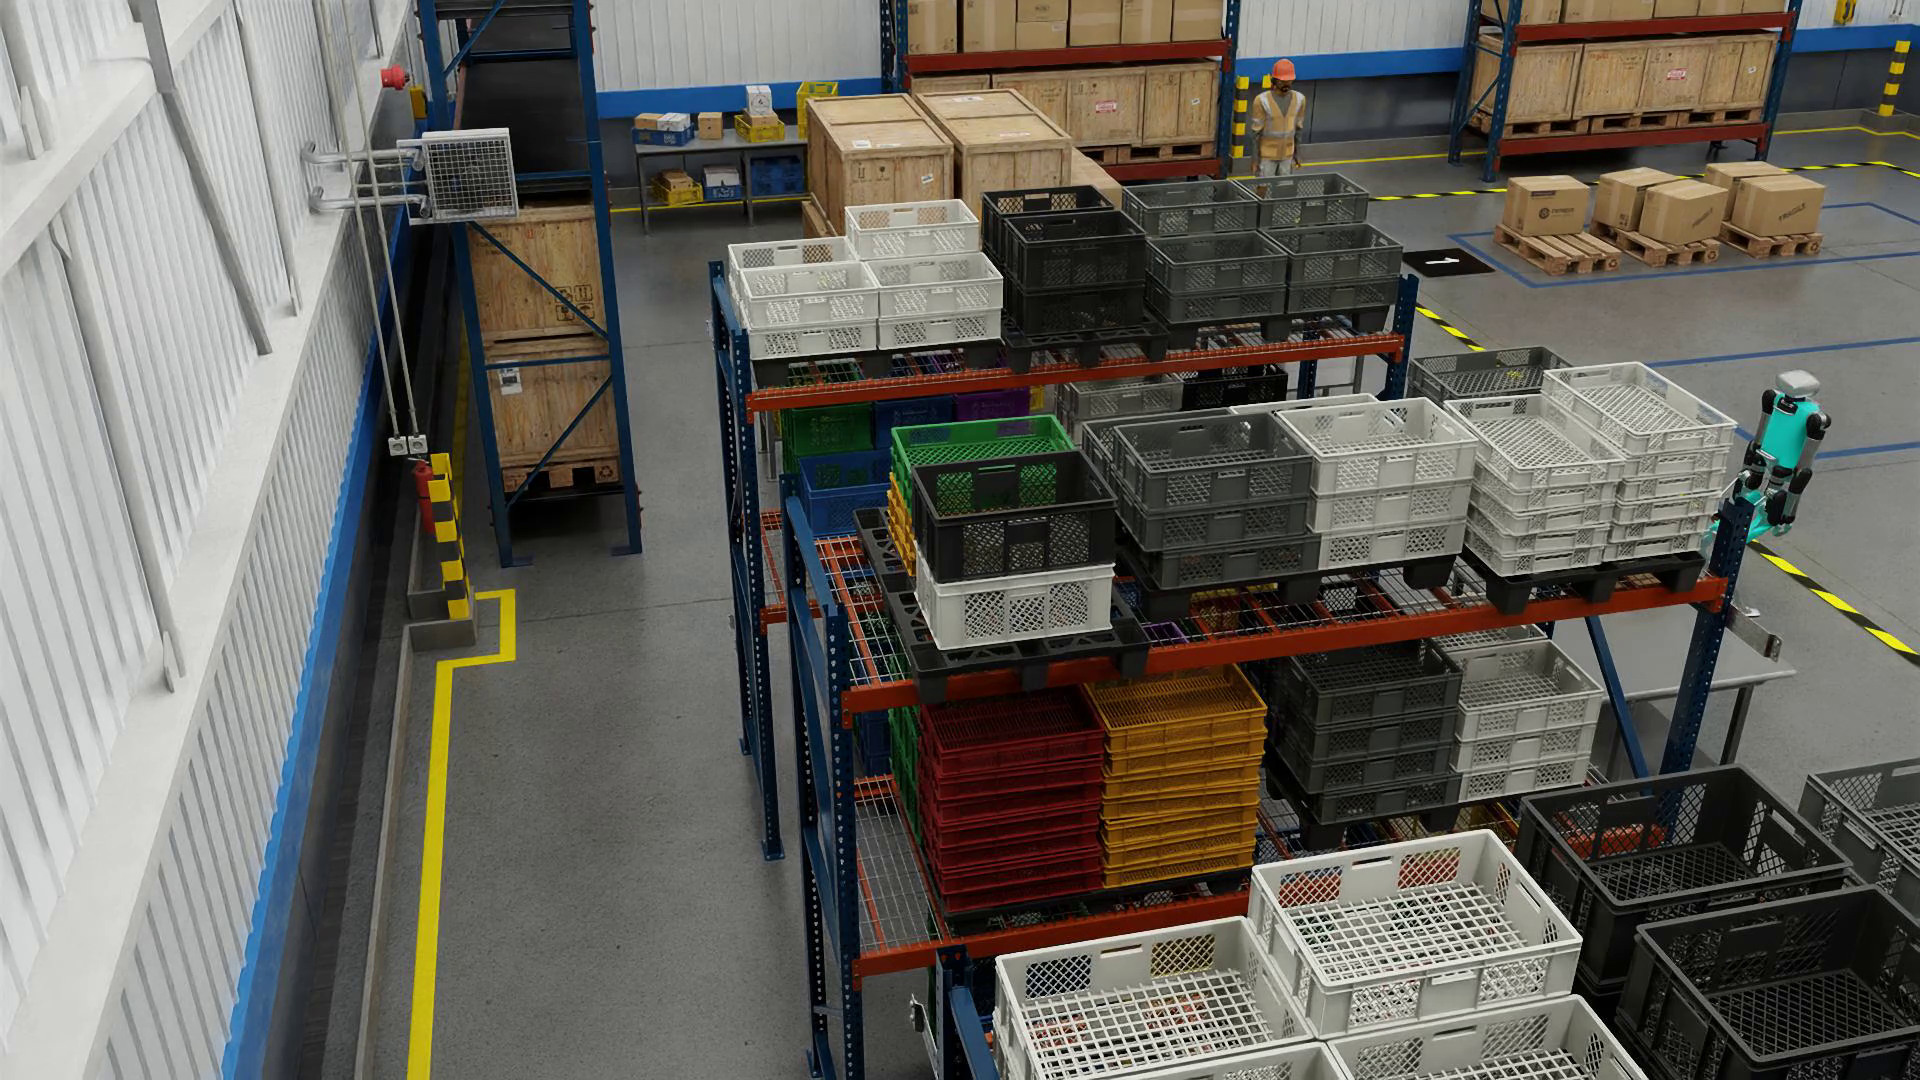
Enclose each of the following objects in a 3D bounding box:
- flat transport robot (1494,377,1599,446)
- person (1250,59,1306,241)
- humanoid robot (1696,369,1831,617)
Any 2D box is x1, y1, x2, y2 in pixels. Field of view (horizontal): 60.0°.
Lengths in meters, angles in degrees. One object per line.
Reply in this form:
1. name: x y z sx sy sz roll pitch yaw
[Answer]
1. flat transport robot: 4.780 -1.036 14.013 0.659 0.231 1.431 -6 28 -12
2. person: 3.450 -4.204 18.122 0.611 2.043 0.372 -7 29 -14
3. humanoid robot: 5.108 -0.276 10.850 0.735 1.677 0.533 -7 29 -13
